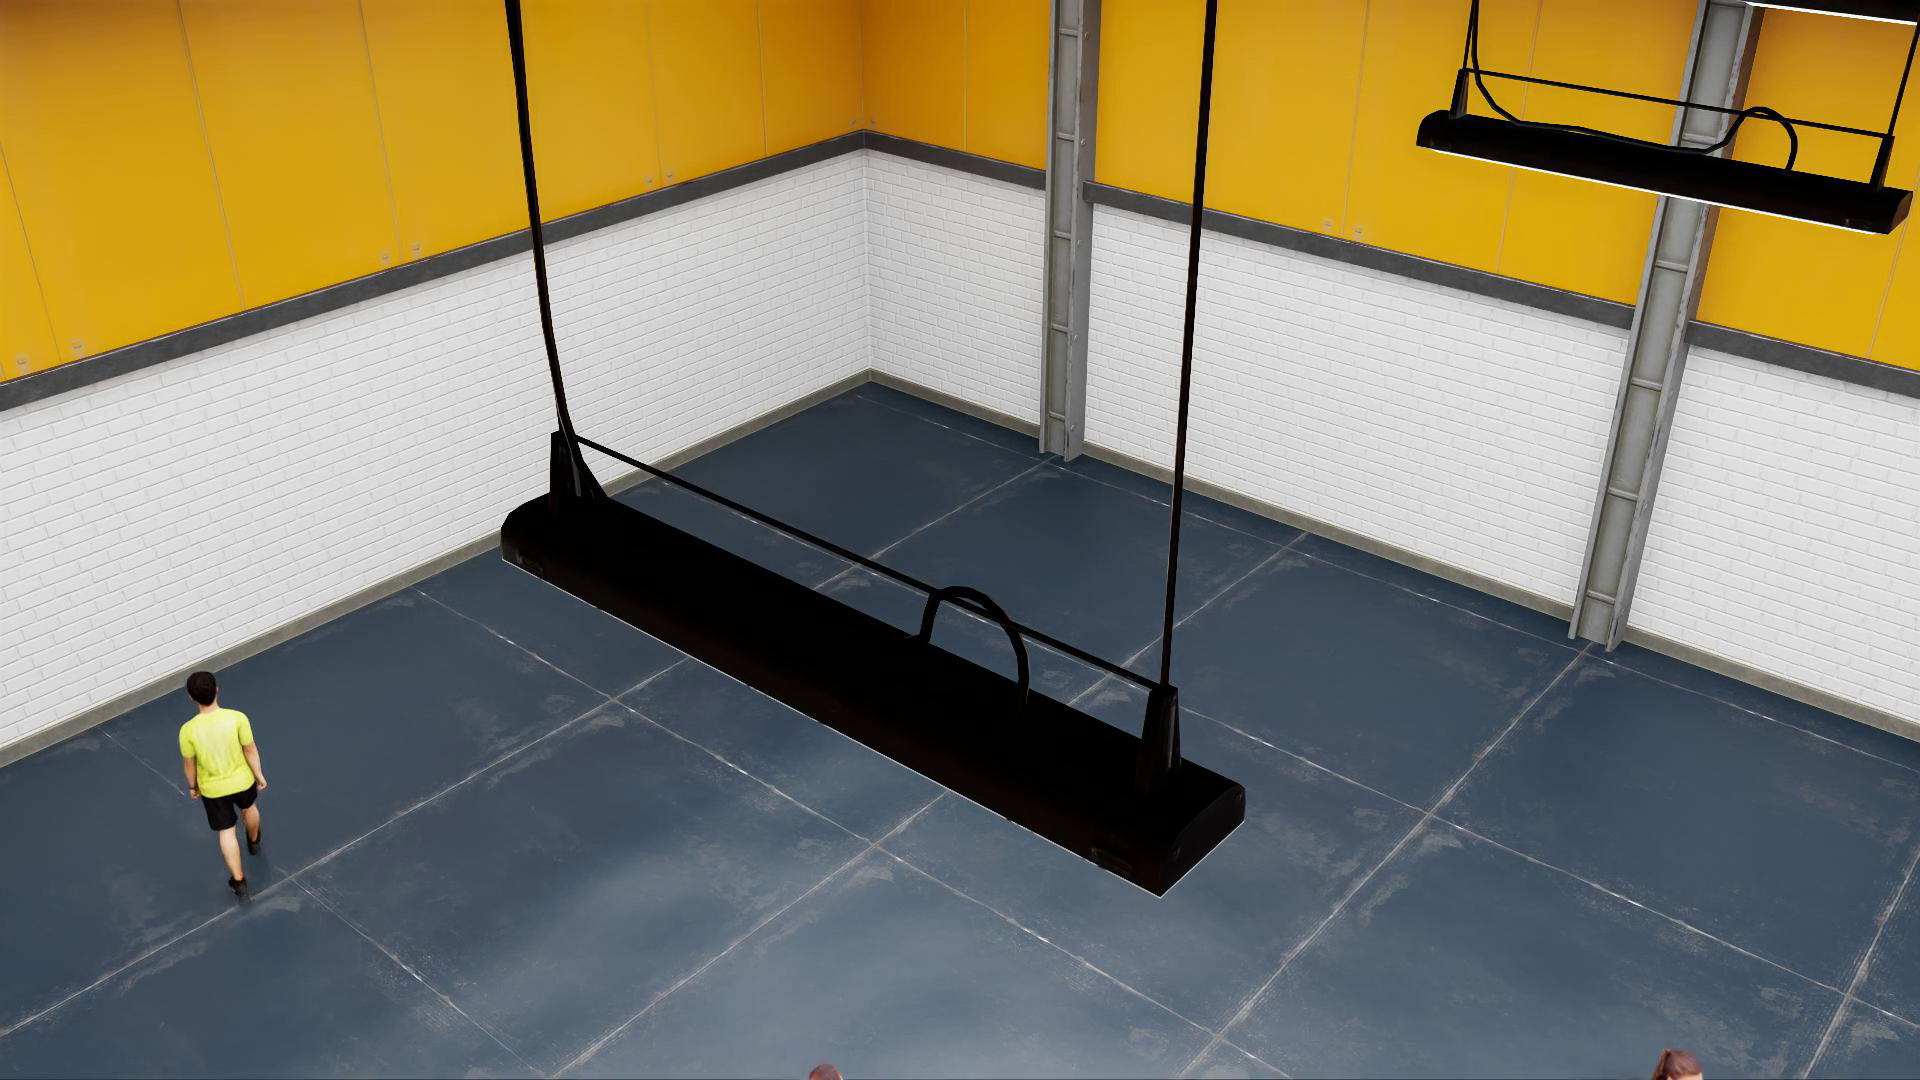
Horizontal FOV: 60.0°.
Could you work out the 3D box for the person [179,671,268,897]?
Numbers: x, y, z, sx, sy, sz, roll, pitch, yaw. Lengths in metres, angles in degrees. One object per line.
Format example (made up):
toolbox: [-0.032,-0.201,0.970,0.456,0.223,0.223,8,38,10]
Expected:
person: [-5.140,1.720,11.649,0.878,1.673,1.111,-15,32,-25]
